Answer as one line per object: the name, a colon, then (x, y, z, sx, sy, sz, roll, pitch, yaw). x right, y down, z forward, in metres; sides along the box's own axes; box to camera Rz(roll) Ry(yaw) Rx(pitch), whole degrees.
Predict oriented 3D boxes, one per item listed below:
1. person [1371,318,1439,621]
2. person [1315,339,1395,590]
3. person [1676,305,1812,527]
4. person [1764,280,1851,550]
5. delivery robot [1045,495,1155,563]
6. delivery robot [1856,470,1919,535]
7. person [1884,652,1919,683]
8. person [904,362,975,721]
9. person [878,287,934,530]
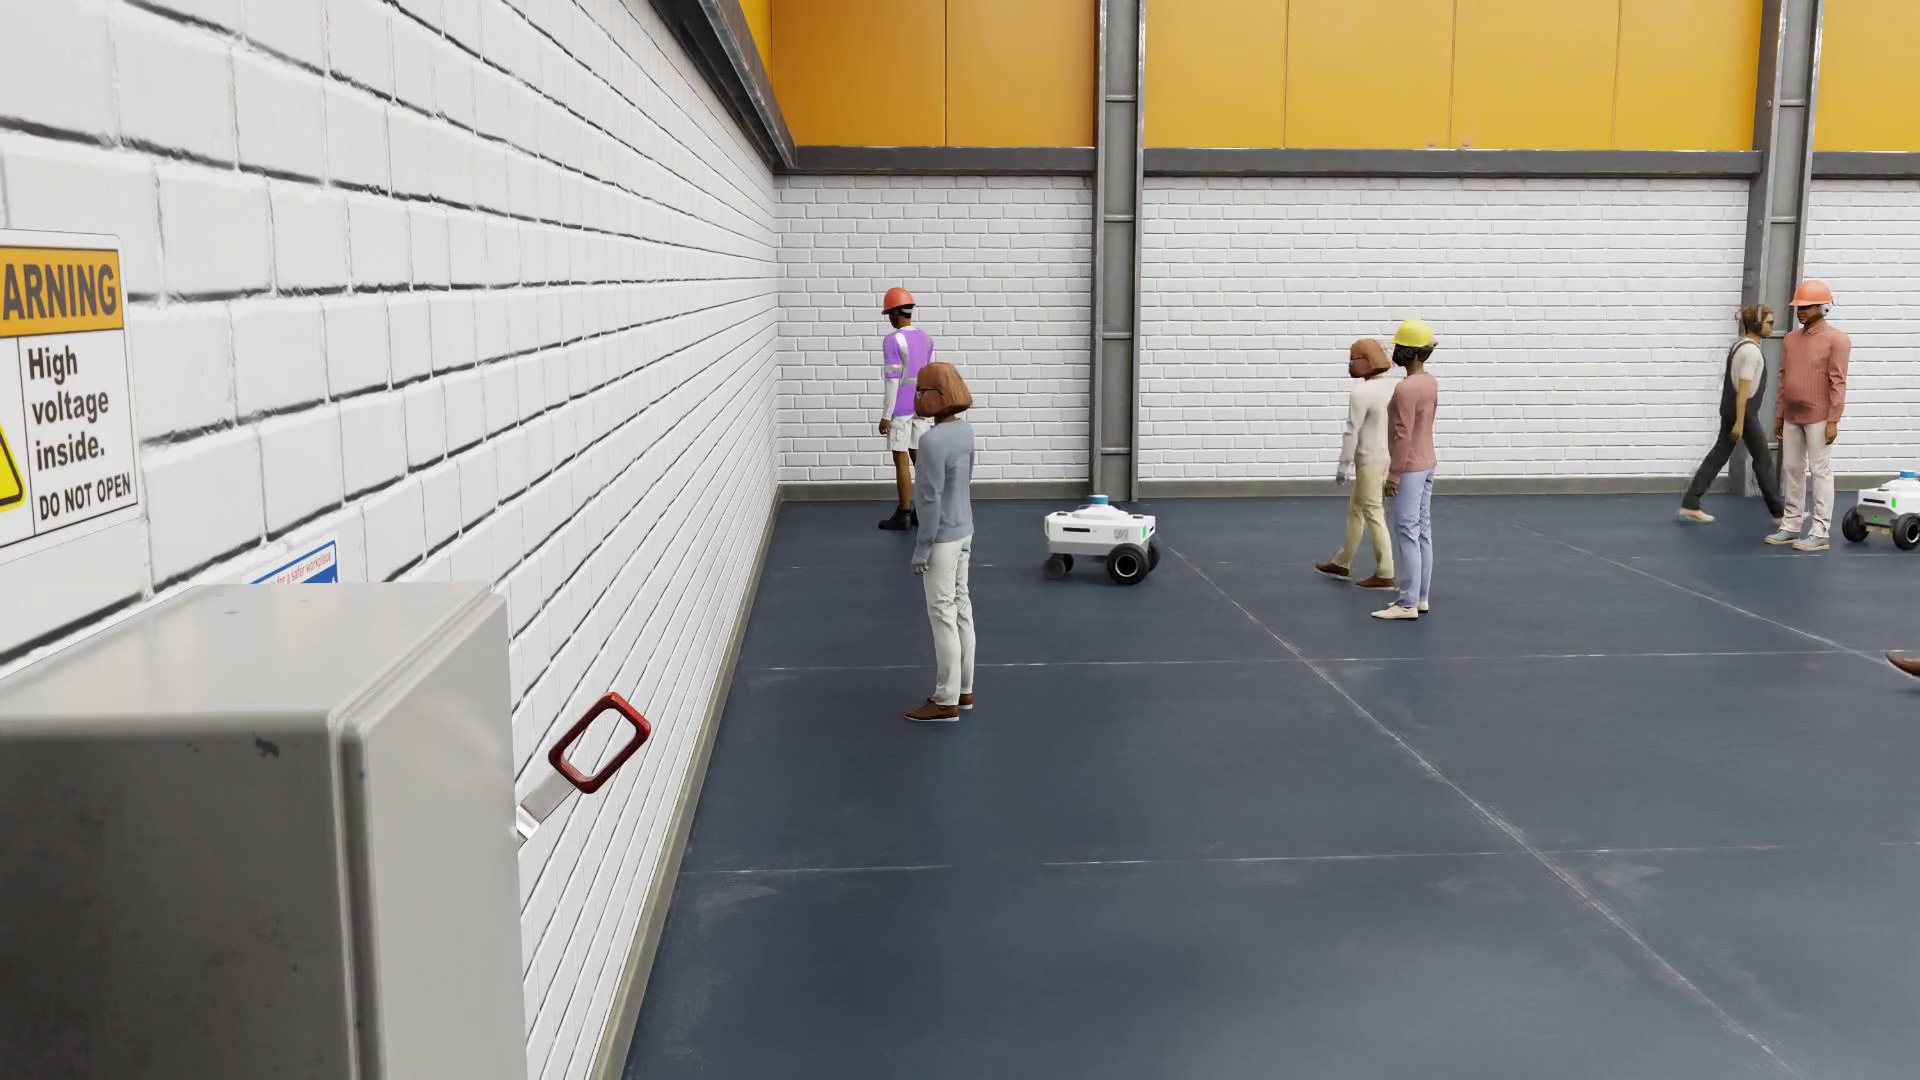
person: (2.639, -0.411, 9.787, 0.301, 1.772, 0.525, 6, 11, 32)
person: (2.562, -0.496, 10.816, 0.704, 1.607, 0.532, 7, 12, 39)
person: (6.337, -0.995, 13.414, 1.005, 1.792, 0.524, 2, 9, 10)
person: (6.265, -0.920, 12.310, 0.407, 1.987, 0.614, -3, 9, -16)
delivery robot: (0.929, -0.057, 11.075, 0.707, 0.478, 0.477, 3, 9, 16)
delivery robot: (7.099, -0.283, 12.490, 0.707, 0.478, 0.477, -4, 10, -25)
person: (4.814, -0.101, 7.673, 0.919, 1.829, 0.524, 8, 12, 41)
person: (-0.082, 0.008, 7.577, 0.287, 1.635, 0.499, 3, 10, 19)
person: (-0.458, -1.039, 13.235, 0.372, 1.928, 0.543, 6, 11, 35)
